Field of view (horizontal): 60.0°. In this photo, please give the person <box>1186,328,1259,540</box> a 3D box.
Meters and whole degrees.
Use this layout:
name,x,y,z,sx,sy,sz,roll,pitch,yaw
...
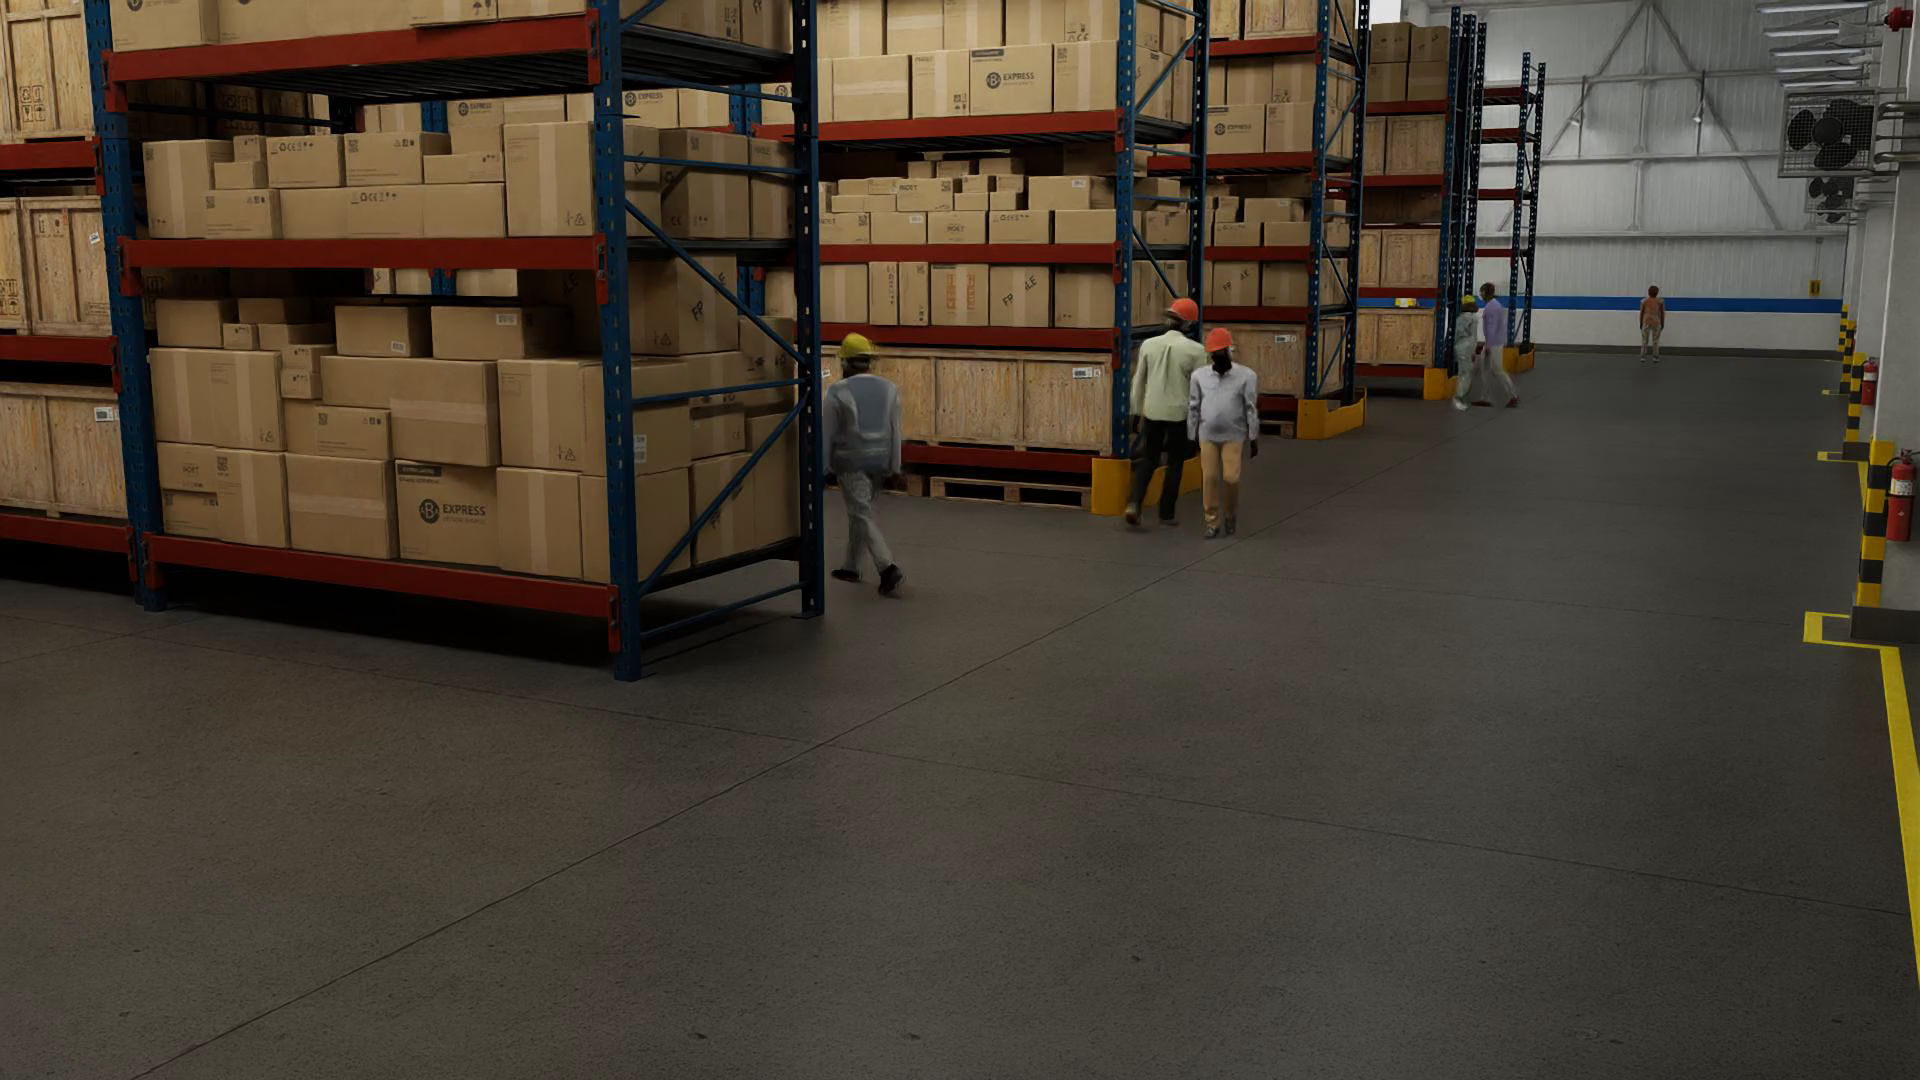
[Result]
name,x,y,z,sx,sy,sz,roll,pitch,yaw
person,2.124,-0.858,13.522,0.597,1.725,0.379,3,10,19

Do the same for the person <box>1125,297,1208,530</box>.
name,x,y,z,sx,sy,sz,roll,pitch,yaw
person,1.755,-1.056,14.024,0.663,1.959,0.647,5,11,28

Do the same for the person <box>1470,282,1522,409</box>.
name,x,y,z,sx,sy,sz,roll,pitch,yaw
person,8.143,-2.931,25.075,0.713,1.907,0.650,2,10,13

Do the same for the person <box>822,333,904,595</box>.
name,x,y,z,sx,sy,sz,roll,pitch,yaw
person,-0.655,-0.529,11.473,0.599,1.795,0.902,-8,12,-37

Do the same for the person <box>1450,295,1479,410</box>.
name,x,y,z,sx,sy,sz,roll,pitch,yaw
person,7.554,-2.817,24.943,0.523,1.708,0.563,-3,10,-19

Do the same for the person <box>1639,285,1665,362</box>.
name,x,y,z,sx,sy,sz,roll,pitch,yaw
person,14.767,-4.608,35.501,0.513,1.645,0.307,6,11,29
